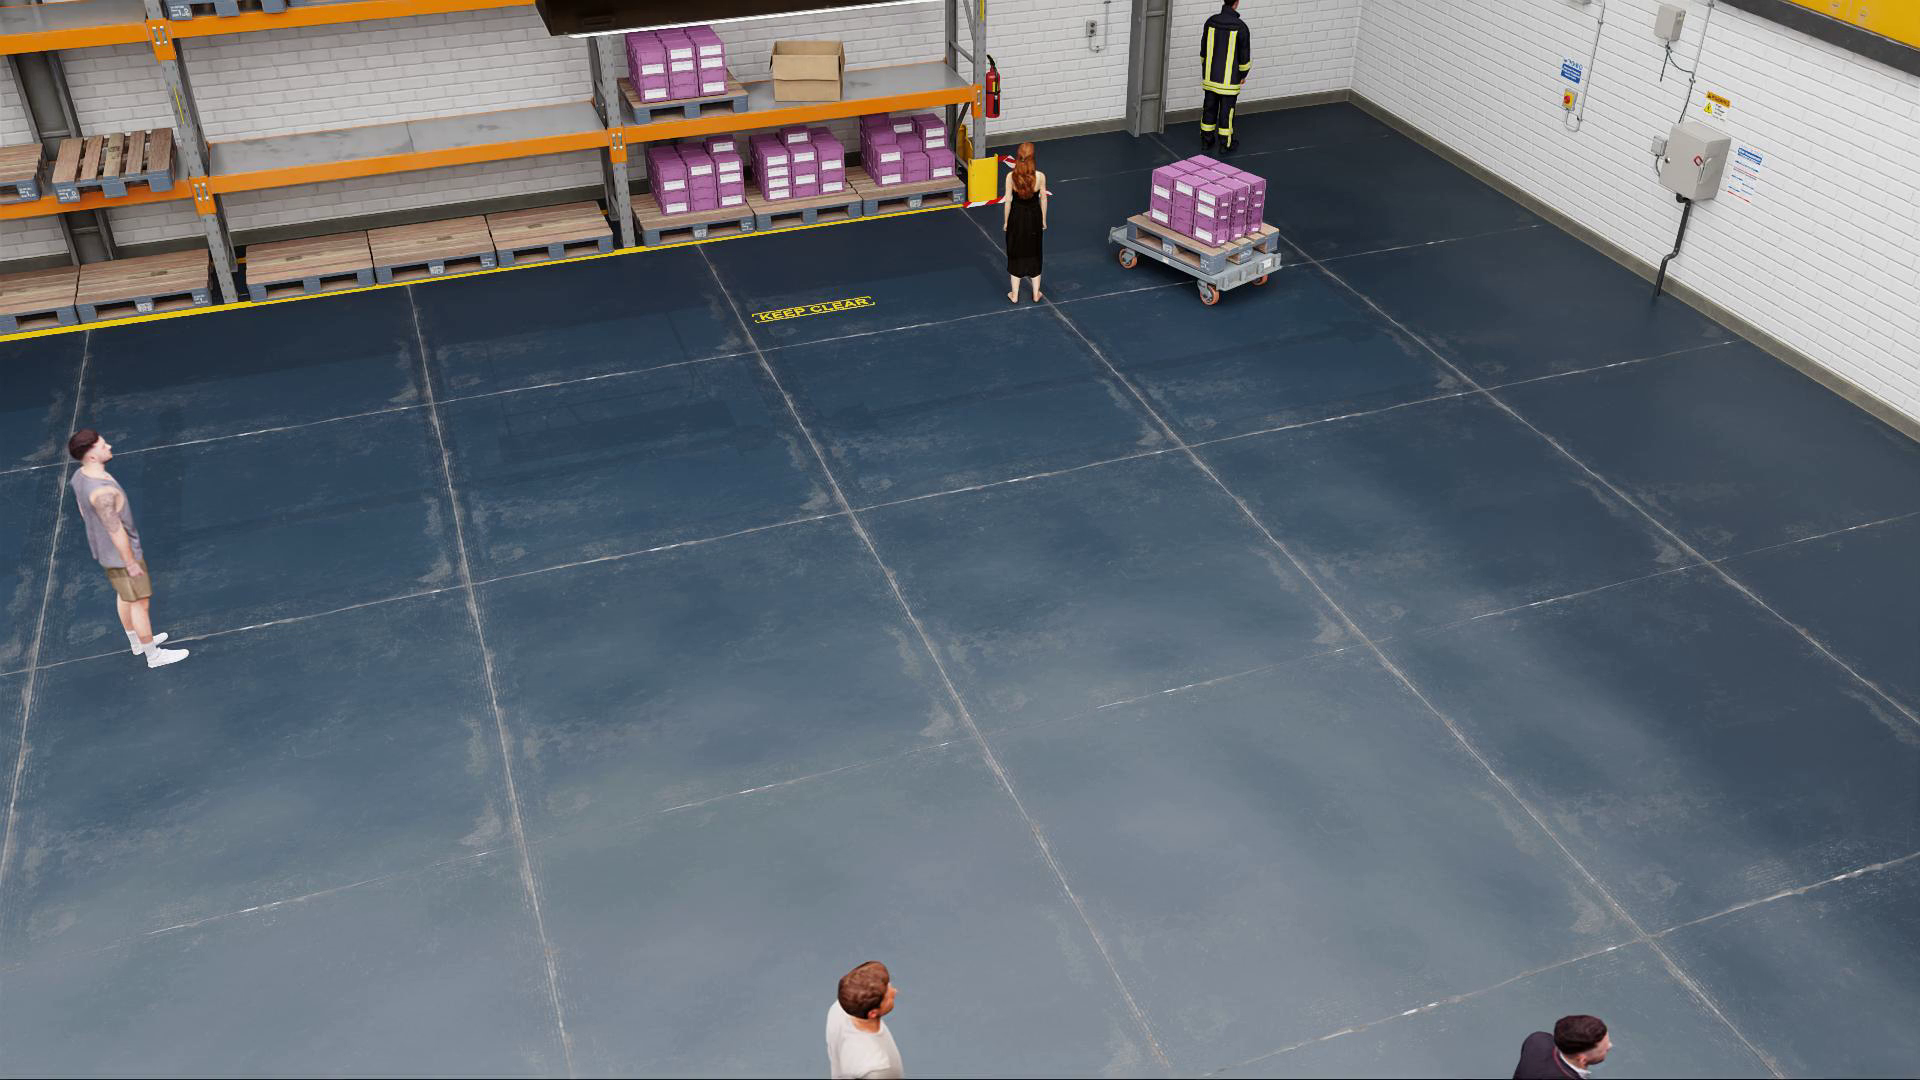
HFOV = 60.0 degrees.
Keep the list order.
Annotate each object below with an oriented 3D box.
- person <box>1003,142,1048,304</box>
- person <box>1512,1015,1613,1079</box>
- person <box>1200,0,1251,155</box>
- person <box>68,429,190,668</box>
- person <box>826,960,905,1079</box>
[{"bbox_3d":[0.629,-3.100,16.259,0.587,1.624,0.702,-2,34,-3],"label":"person"},{"bbox_3d":[2.538,2.720,7.304,0.653,1.844,0.711,-3,34,-4],"label":"person"},{"bbox_3d":[3.117,-5.570,19.702,0.896,1.926,0.913,20,38,27],"label":"person"},{"bbox_3d":[-5.748,0.056,11.375,0.710,1.845,0.713,29,43,36],"label":"person"},{"bbox_3d":[-0.412,2.594,7.439,0.590,1.904,0.659,-14,36,-20],"label":"person"}]
